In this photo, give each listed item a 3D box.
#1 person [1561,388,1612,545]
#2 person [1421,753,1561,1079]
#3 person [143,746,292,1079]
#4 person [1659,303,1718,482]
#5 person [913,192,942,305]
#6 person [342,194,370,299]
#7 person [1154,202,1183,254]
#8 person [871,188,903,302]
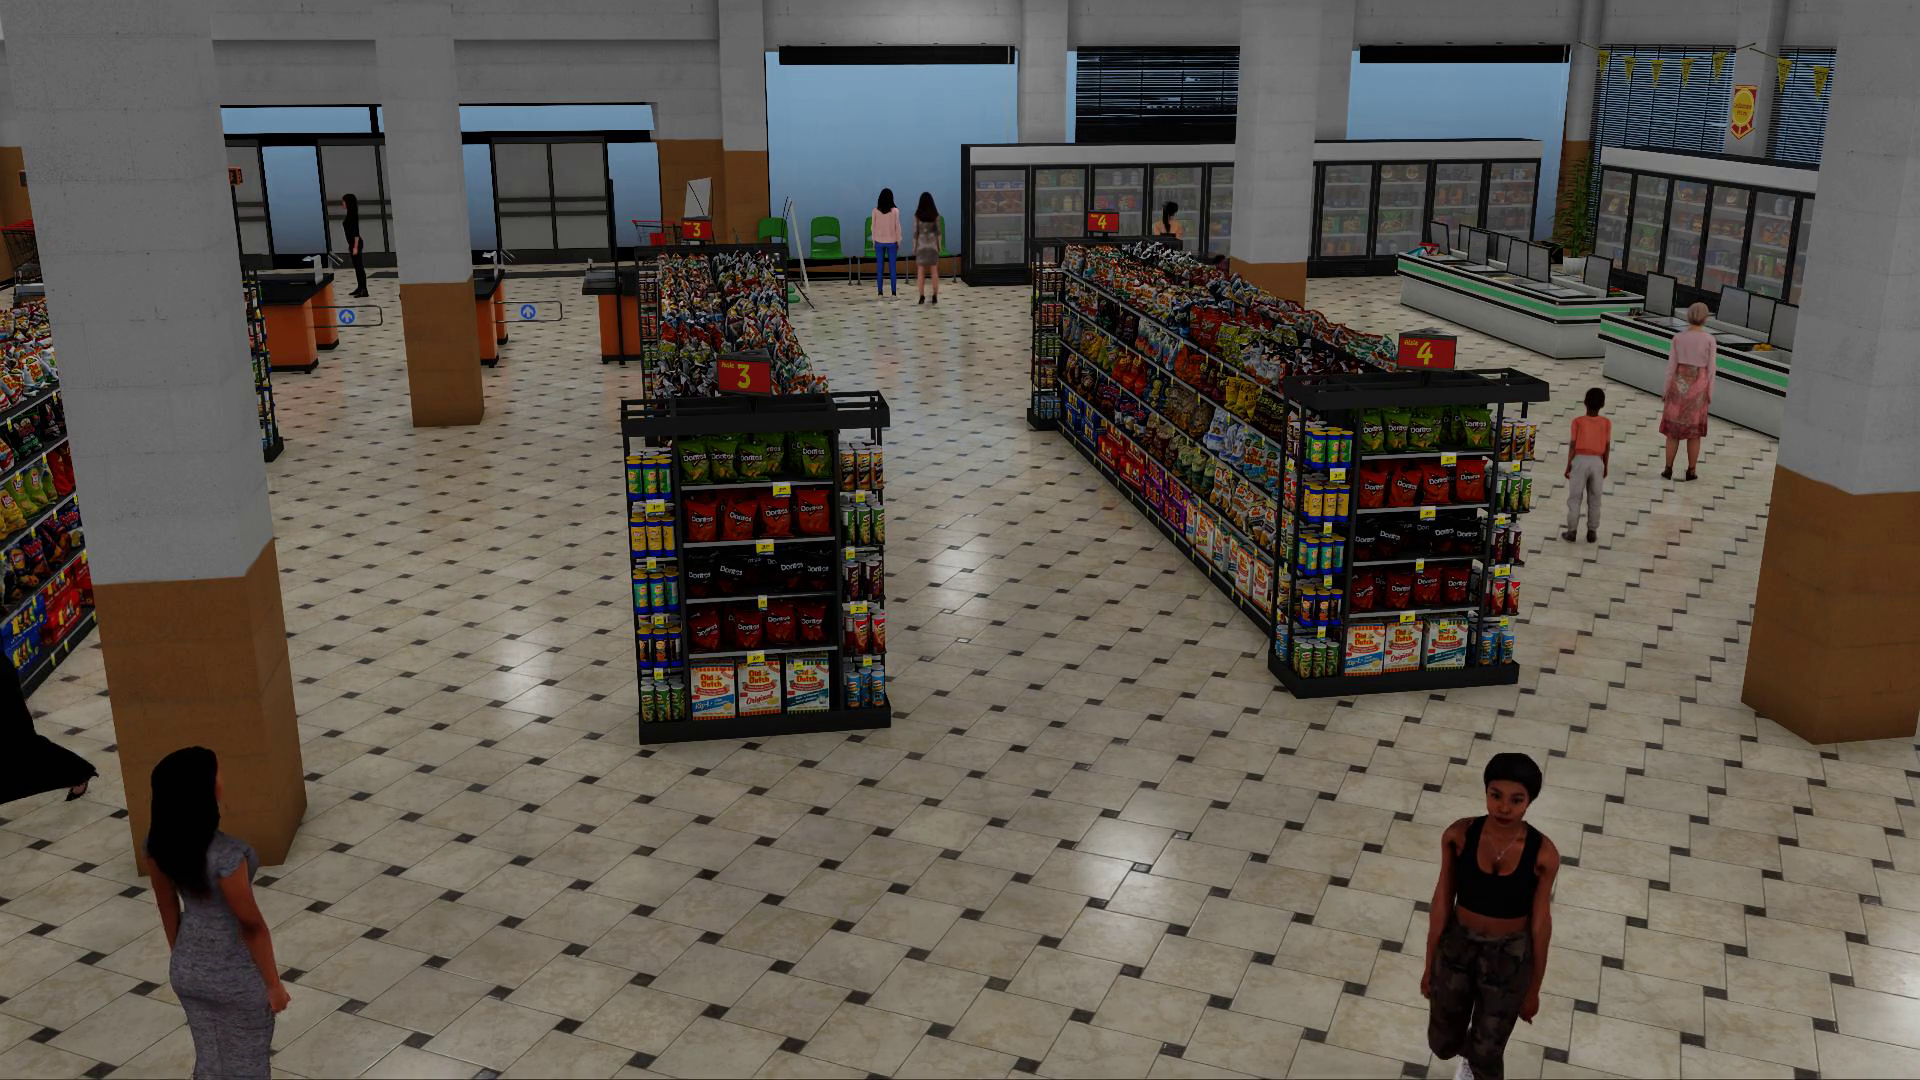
[{"bbox_3d":[5.202,-0.621,13.790,0.548,1.310,0.555,3,17,10],"label":"person"},{"bbox_3d":[1.930,1.526,6.078,0.891,1.683,0.983,9,19,28],"label":"person"},{"bbox_3d":[-2.589,1.556,5.808,0.662,1.782,0.679,7,18,21],"label":"person"},{"bbox_3d":[6.877,-1.399,15.696,0.693,1.691,0.729,7,18,23],"label":"person"},{"bbox_3d":[-0.518,-4.560,26.016,0.609,1.743,0.517,-2,17,-6],"label":"person"},{"bbox_3d":[-9.758,-4.761,26.852,0.696,1.642,0.558,-10,20,-30],"label":"person"},{"bbox_3d":[3.049,-4.147,24.703,0.648,1.716,0.661,-3,17,-10],"label":"person"},{"bbox_3d":[-1.176,-4.692,26.407,0.717,1.768,0.670,3,17,10],"label":"person"}]
